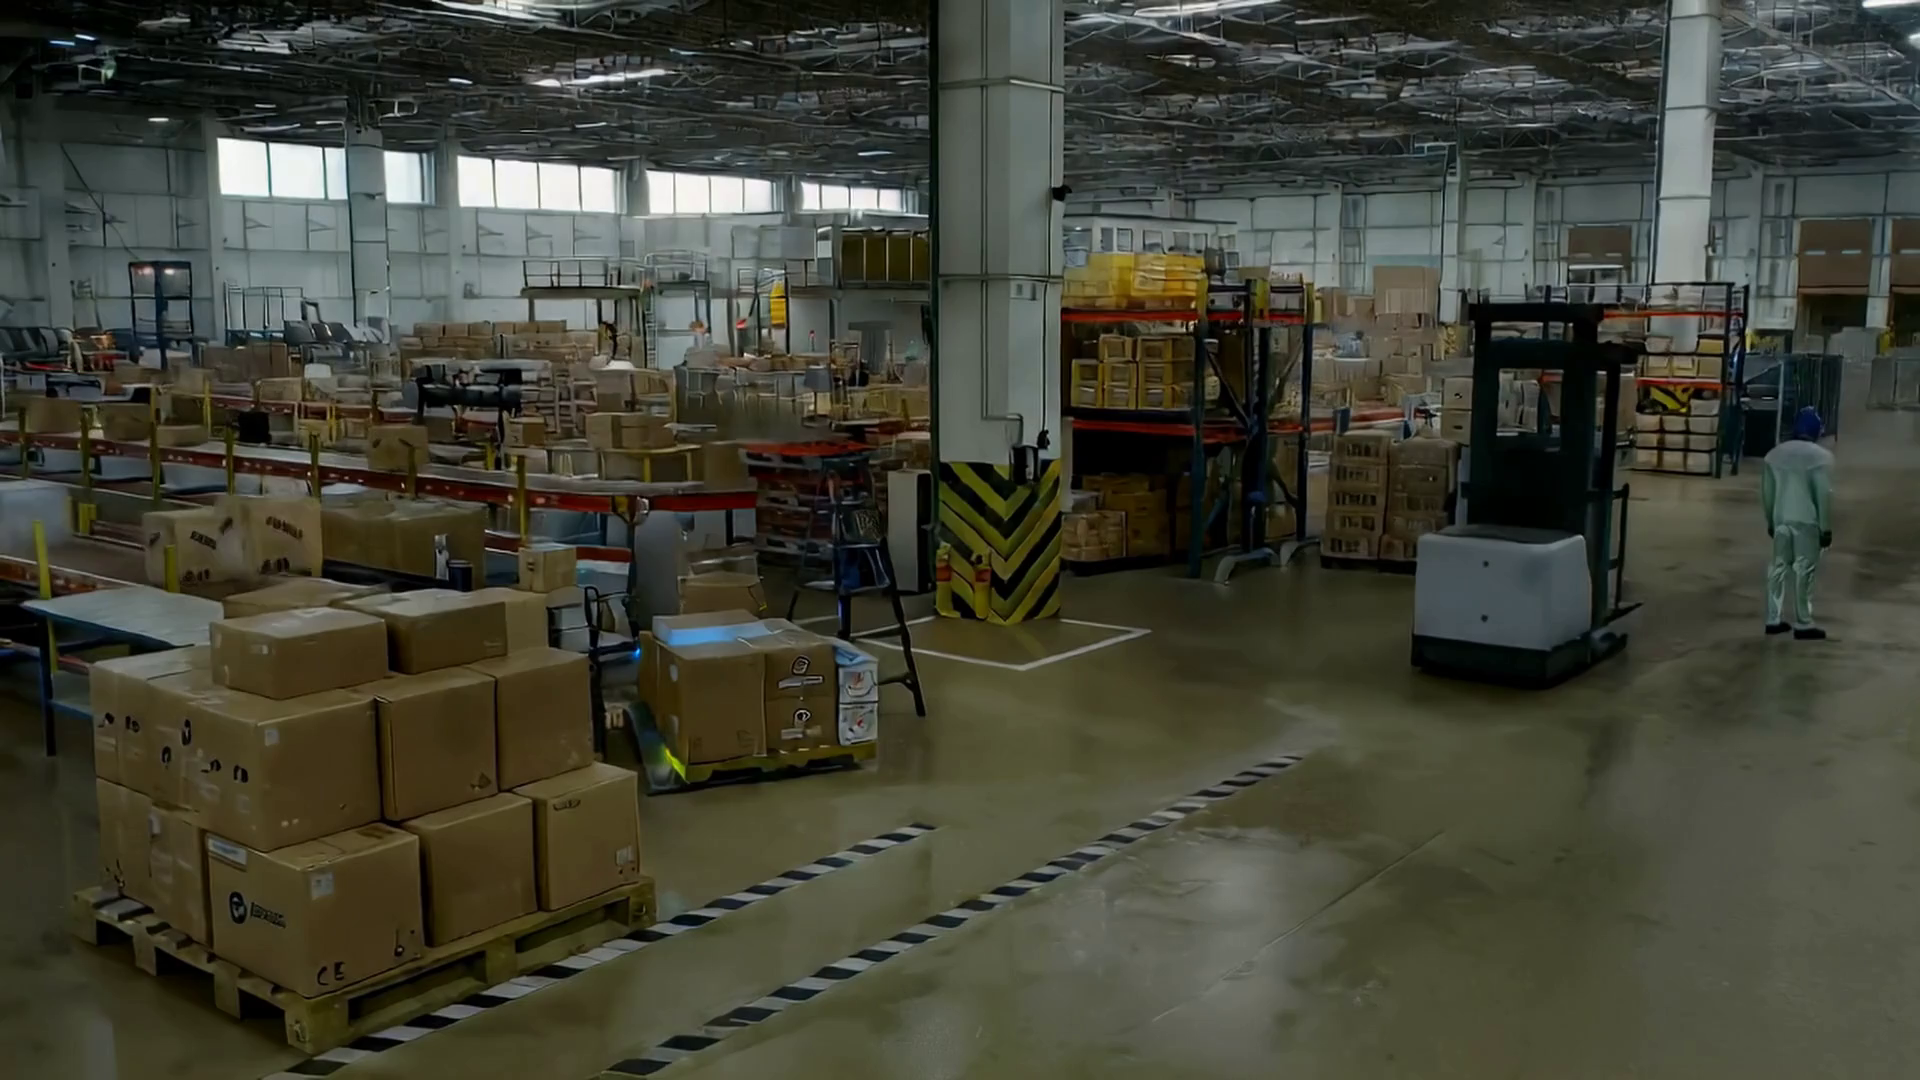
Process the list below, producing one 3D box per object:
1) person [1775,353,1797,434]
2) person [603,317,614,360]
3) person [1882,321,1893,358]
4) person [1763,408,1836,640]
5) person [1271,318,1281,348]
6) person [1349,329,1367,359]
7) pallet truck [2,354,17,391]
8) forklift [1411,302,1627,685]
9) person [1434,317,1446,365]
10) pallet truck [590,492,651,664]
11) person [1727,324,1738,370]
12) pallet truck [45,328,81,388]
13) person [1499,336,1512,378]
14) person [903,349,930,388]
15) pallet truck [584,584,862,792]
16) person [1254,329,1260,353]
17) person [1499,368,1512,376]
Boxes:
[{"bbox_3d":[17.038,-2.998,34.141,0.537,1.685,0.567,-2,9,-12],"label":"person"},{"bbox_3d":[-15.200,-8.705,71.930,0.355,1.882,0.575,6,10,35],"label":"person"},{"bbox_3d":[33.154,-6.877,59.503,0.395,1.919,0.581,4,9,24],"label":"person"},{"bbox_3d":[7.038,-0.134,13.964,0.372,1.940,0.631,-4,10,-27],"label":"person"},{"bbox_3d":[13.867,-8.828,72.921,0.429,1.837,0.621,2,9,15],"label":"person"},{"bbox_3d":[11.798,-5.327,49.252,0.505,1.855,0.423,-3,9,-20],"label":"person"},{"bbox_3d":[-24.881,-4.417,42.634,1.885,1.965,0.823,8,11,41],"label":"pallet truck"},{"bbox_3d":[4.379,-0.438,12.852,1.129,2.768,1.873,7,11,37],"label":"forklift"},{"bbox_3d":[19.502,-8.082,67.592,0.368,1.932,0.623,-5,10,-32],"label":"person"},{"bbox_3d":[-3.115,0.344,12.883,0.653,1.274,1.630,7,11,37],"label":"pallet truck"},{"bbox_3d":[29.001,-7.235,62.494,0.492,1.740,0.316,-2,9,-13],"label":"person"},{"bbox_3d":[-23.775,-4.544,43.495,1.885,1.965,0.823,6,10,35],"label":"pallet truck"},{"bbox_3d":[13.250,-4.014,40.328,0.317,1.876,0.531,8,12,43],"label":"person"},{"bbox_3d":[-0.947,-3.131,34.856,0.525,1.729,0.847,5,10,29],"label":"person"},{"bbox_3d":[-1.426,0.805,10.019,1.601,1.201,0.680,-4,9,-26],"label":"pallet truck"},{"bbox_3d":[8.279,-5.016,46.745,0.611,1.978,1.076,6,10,36],"label":"person"},{"bbox_3d":[13.516,-4.063,40.994,0.610,1.789,0.780,8,11,42],"label":"person"}]
